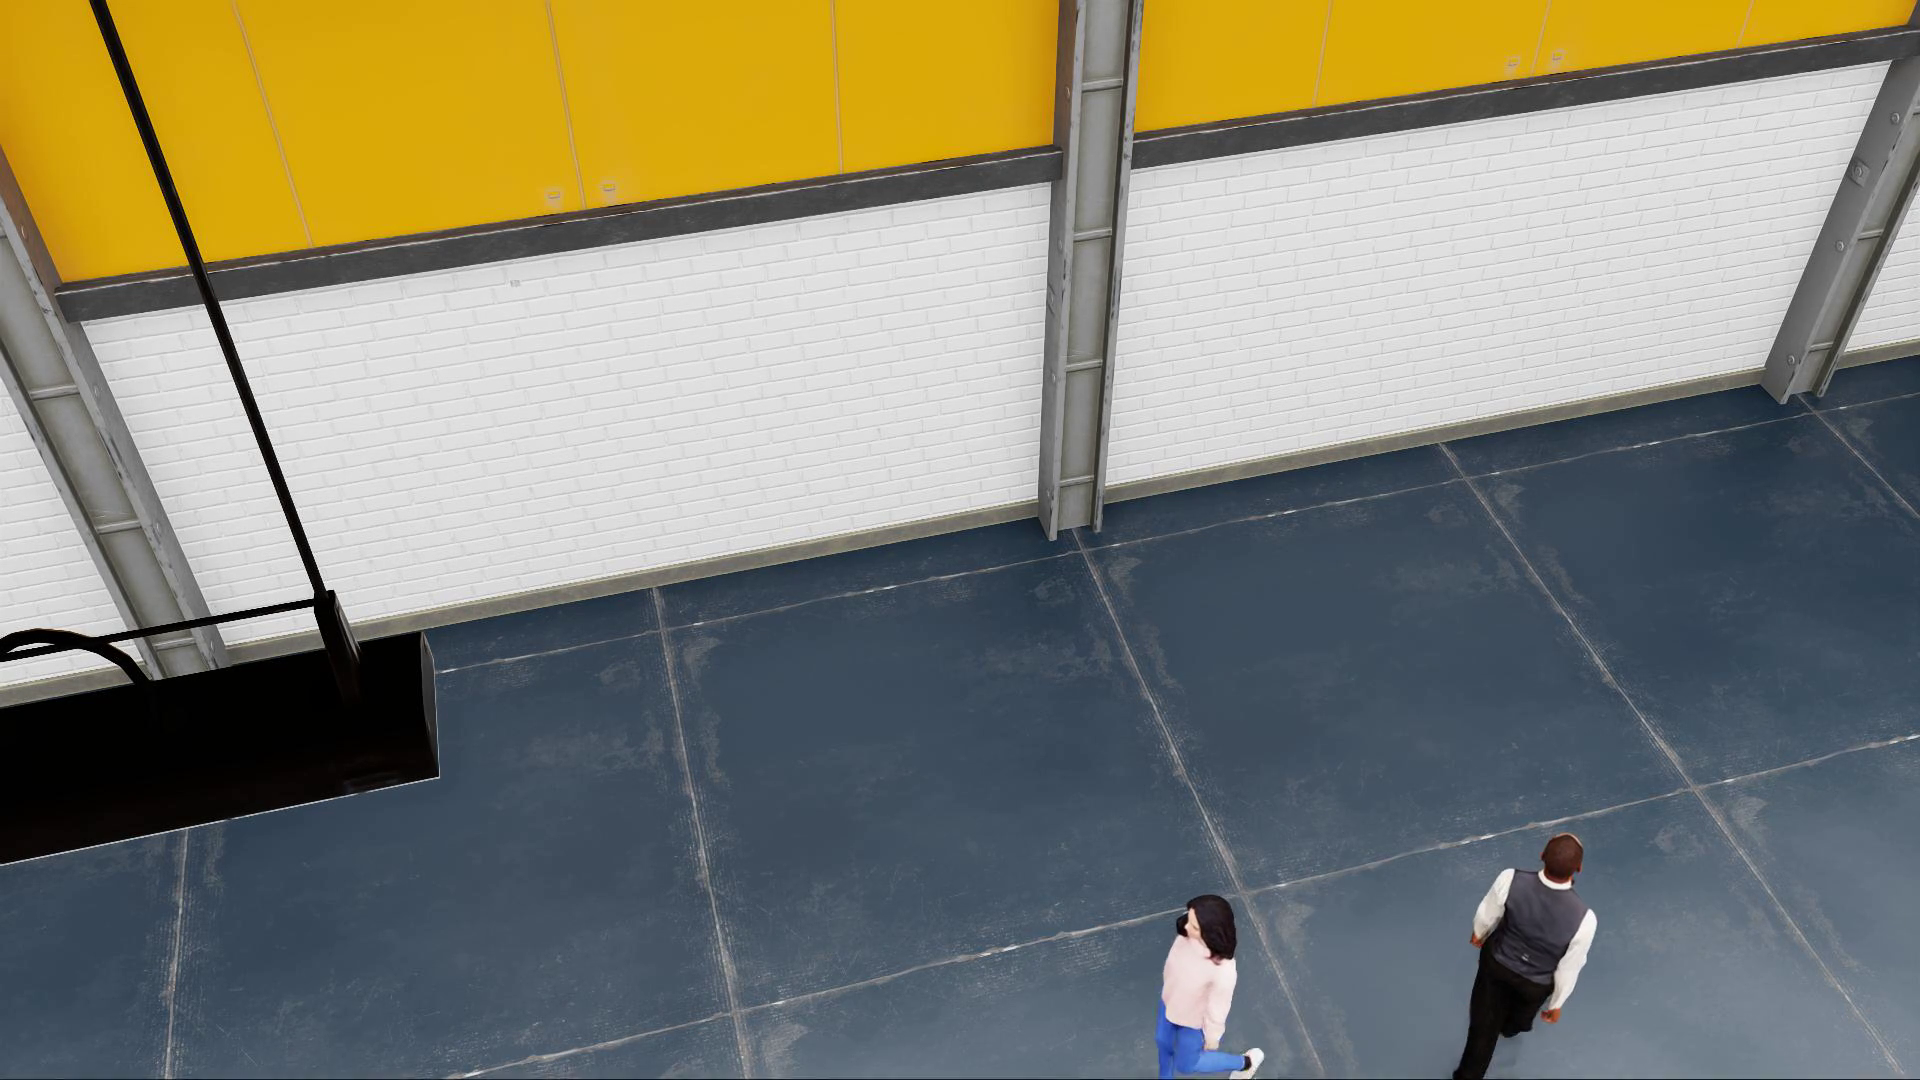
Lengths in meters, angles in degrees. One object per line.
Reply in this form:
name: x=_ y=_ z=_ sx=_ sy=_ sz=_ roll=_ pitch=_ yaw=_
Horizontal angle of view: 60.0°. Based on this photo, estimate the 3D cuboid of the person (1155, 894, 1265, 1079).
person: x=1.225 y=2.298 z=8.237 sx=0.912 sy=1.752 sz=0.641 roll=-11 pitch=45 yaw=-11

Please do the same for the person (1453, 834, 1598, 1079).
person: x=2.742 y=2.198 z=8.246 sx=1.116 sy=1.885 sz=1.206 roll=25 pitch=49 yaw=24
